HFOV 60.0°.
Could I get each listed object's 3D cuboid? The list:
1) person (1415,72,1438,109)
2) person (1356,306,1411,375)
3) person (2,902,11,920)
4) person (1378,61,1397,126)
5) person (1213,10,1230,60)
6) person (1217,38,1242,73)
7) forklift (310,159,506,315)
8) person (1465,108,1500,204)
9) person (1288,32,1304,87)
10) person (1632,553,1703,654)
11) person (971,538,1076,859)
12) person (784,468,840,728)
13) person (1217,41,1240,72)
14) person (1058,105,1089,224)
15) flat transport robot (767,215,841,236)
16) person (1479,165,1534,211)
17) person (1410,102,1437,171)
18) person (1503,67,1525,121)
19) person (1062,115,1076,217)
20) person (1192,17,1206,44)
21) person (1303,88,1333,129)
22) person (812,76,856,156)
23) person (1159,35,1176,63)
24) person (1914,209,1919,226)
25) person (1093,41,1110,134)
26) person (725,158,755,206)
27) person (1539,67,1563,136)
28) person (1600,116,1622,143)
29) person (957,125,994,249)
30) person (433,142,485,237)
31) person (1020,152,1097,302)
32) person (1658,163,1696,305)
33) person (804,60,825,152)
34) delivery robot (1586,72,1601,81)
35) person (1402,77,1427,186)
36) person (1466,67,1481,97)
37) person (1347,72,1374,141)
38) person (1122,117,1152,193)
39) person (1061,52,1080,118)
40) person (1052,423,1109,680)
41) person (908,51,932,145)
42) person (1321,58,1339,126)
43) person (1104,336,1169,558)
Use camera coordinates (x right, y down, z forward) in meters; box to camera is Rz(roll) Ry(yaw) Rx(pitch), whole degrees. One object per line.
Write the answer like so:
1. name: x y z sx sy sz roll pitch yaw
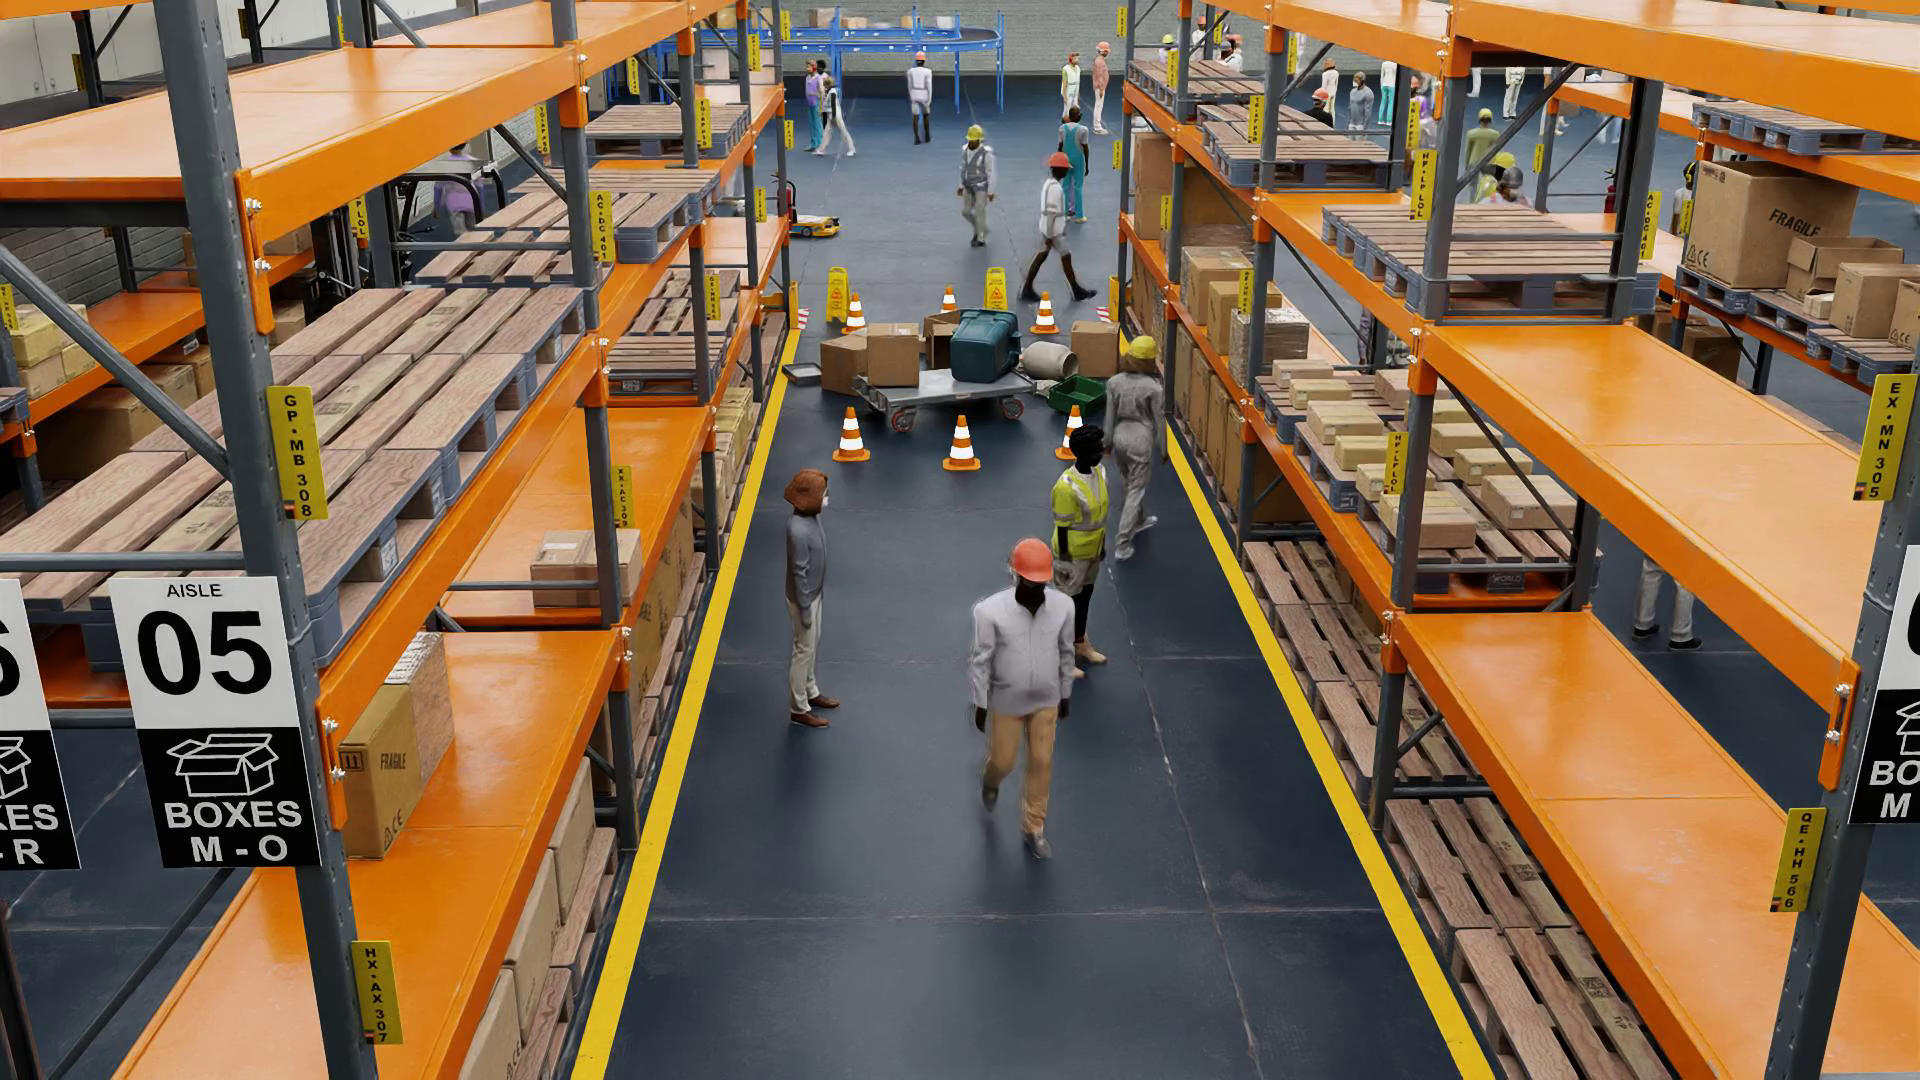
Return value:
1. person: 11.777 -11.721 41.789 0.510 1.712 0.717 -11 24 -28
2. person: 3.834 -1.634 14.796 0.610 1.950 0.378 3 21 7
3. person: -4.970 1.207 7.760 0.459 1.610 0.701 13 24 30
4. person: 9.945 -10.475 38.441 0.347 1.762 0.523 -15 26 -35
5. person: 7.378 -14.065 47.527 0.607 2.044 0.378 4 21 9
6. person: 6.257 -10.690 38.747 0.614 1.946 0.697 -1 21 -2
7. forklift: -5.622 -2.910 17.832 2.313 2.155 1.214 -1 21 -1
8. person: 8.372 -6.046 26.754 0.524 1.749 0.380 6 22 16
9. person: 9.486 -13.717 46.847 0.426 1.867 0.580 12 24 28
10. person: 4.799 -0.150 11.040 0.403 1.830 0.600 -14 25 -33
11. person: 0.330 0.783 8.701 0.578 1.738 0.563 -6 21 -15
12. person: -0.909 0.342 10.031 0.291 1.625 0.506 2 21 5
13. person: 5.813 -9.996 36.774 0.536 2.000 0.673 -8 22 -21
14. person: 1.800 -5.950 26.354 0.514 1.843 0.327 10 23 24
15. flat transport robot: -2.609 -4.869 25.685 1.431 0.197 0.652 3 21 7
16. person: 6.221 -3.345 19.196 0.694 2.000 0.791 -2 21 -6
17. person: 7.606 -6.195 26.942 0.628 1.894 0.965 -4 21 -10
18. person: 13.130 -10.858 39.342 0.590 1.835 0.404 -14 25 -33
19. person: 1.767 -6.072 26.985 0.284 1.628 0.504 -5 21 -12
20. person: 6.495 -13.043 44.826 0.370 2.044 0.608 19 28 41
21. person: 5.847 -6.393 27.318 0.621 1.989 0.398 18 27 39
22. person: -2.542 -8.563 33.629 0.901 1.577 0.576 -6 22 -16
23. person: 4.955 -11.207 40.175 0.617 1.888 0.898 8 22 20
24. person: 15.370 -5.706 25.748 0.735 1.820 0.570 18 27 39
25. person: 3.135 -10.053 36.992 0.380 1.993 0.610 1 21 2
26. person: -3.661 -6.525 27.918 0.695 1.808 0.676 10 23 25
27. person: 13.160 -9.935 36.614 0.689 2.000 0.537 -12 24 -30
28. person: 13.955 -9.370 35.326 0.600 1.894 0.740 16 26 36
29. person: 0.230 -5.155 24.309 0.619 1.801 0.472 19 28 41
30. person: -6.717 -4.477 22.257 0.613 1.986 1.041 -17 27 -38
31. person: 1.221 -3.936 20.976 0.984 1.883 0.565 -2 21 -5
32. person: 8.778 -3.642 20.217 0.327 1.874 0.517 19 28 41
33. person: -2.976 -8.892 34.128 0.375 1.843 0.575 -15 25 -34
34. delivery robot: 17.360 -12.564 45.500 0.477 0.478 0.707 3 21 7
35. person: 8.029 -7.326 29.877 0.577 1.916 0.660 14 25 32
36. person: 13.777 -12.809 44.363 0.418 1.940 0.600 2 21 5
37. person: 7.379 -7.685 30.830 0.385 1.929 0.635 -8 22 -21
38. person: 3.118 -7.059 29.242 0.578 1.877 0.367 -12 24 -29
39. person: 2.399 -9.680 36.222 0.387 1.838 0.573 16 26 36
40. person: 0.771 0.060 10.680 0.319 1.693 0.535 13 25 32
41. person: -0.819 -9.439 35.480 0.551 1.903 0.884 4 21 11
42. person: 8.197 -9.883 37.043 0.498 1.633 0.279 -16 26 -36
43. person: 1.374 -0.747 12.830 0.500 1.684 0.878 16 26 36
